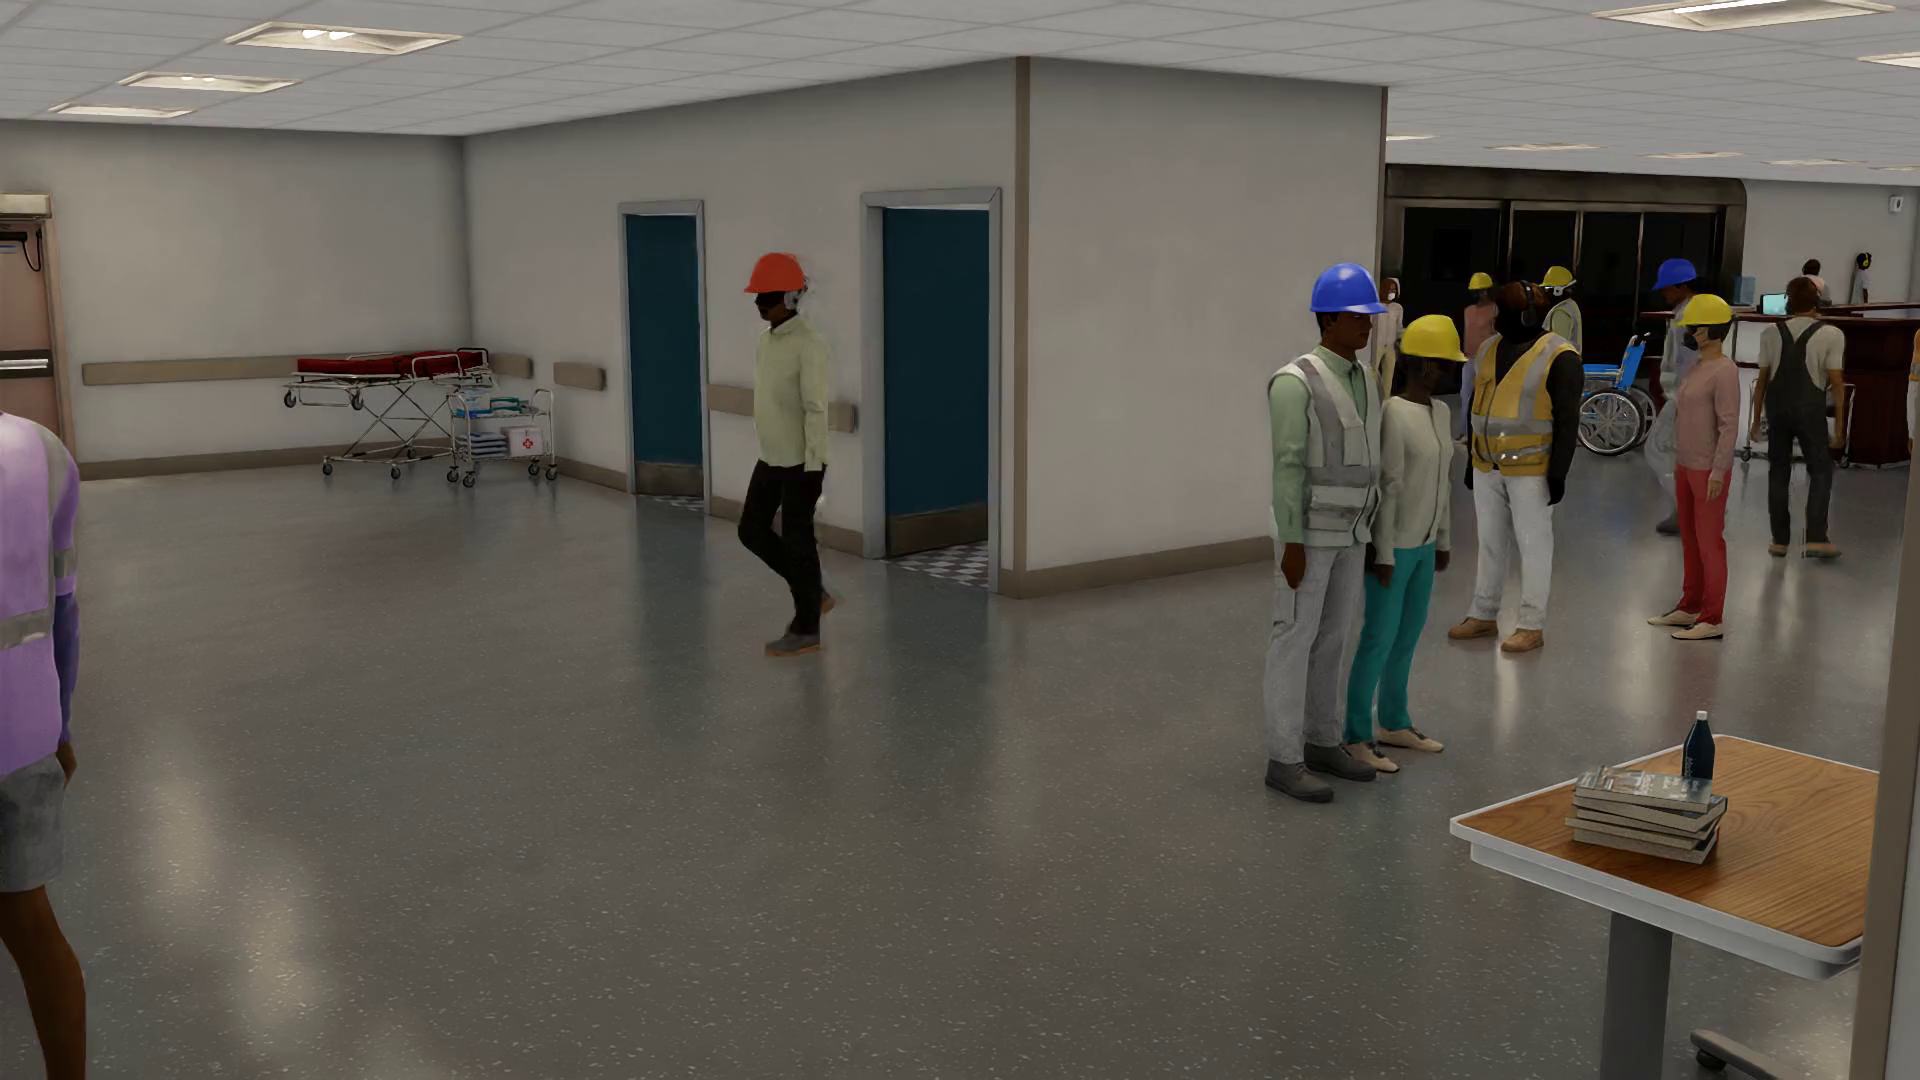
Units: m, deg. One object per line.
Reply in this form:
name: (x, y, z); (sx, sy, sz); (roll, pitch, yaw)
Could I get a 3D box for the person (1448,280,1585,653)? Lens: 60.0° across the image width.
person: (2.764, -0.364, 8.298); (0.430, 1.841, 0.624); (-6, 12, -30)

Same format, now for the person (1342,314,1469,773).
person: (1.738, 0.014, 6.410); (0.370, 1.757, 0.527); (9, 13, 41)

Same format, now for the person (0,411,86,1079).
person: (-2.067, 0.414, 3.419); (0.409, 2.028, 0.613); (2, 10, 10)

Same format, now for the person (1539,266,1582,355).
person: (5.214, -1.472, 14.553); (0.403, 1.824, 0.595); (5, 11, 25)

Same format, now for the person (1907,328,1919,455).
person: (5.726, -0.632, 9.520); (0.364, 1.934, 0.553); (-7, 12, -36)

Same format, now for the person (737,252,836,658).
person: (-0.850, -0.402, 8.107); (0.430, 1.974, 0.630); (-7, 12, -33)

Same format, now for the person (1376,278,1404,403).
person: (4.850, -2.176, 19.054); (0.504, 1.628, 0.284); (-3, 11, -18)

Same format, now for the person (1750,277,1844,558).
person: (5.398, -0.781, 10.726); (0.585, 1.813, 0.471); (9, 14, 41)

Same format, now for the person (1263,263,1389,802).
person: (1.356, -0.033, 6.128); (0.603, 1.949, 0.397); (-10, 14, -44)

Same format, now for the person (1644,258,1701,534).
person: (4.988, -0.978, 11.502); (0.484, 1.913, 0.657); (5, 11, 28)

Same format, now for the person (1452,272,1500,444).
person: (5.305, -1.829, 16.761); (0.668, 1.742, 0.532); (-6, 12, -29)

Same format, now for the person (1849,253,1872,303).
person: (15.416, -3.995, 28.586); (0.328, 1.862, 0.521); (-2, 10, -9)

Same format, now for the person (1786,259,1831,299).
person: (11.603, -2.963, 22.945); (0.679, 1.804, 0.432); (-1, 10, -6)

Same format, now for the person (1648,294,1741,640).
person: (3.785, -0.371, 8.533); (0.316, 1.767, 0.535); (1, 10, 3)
